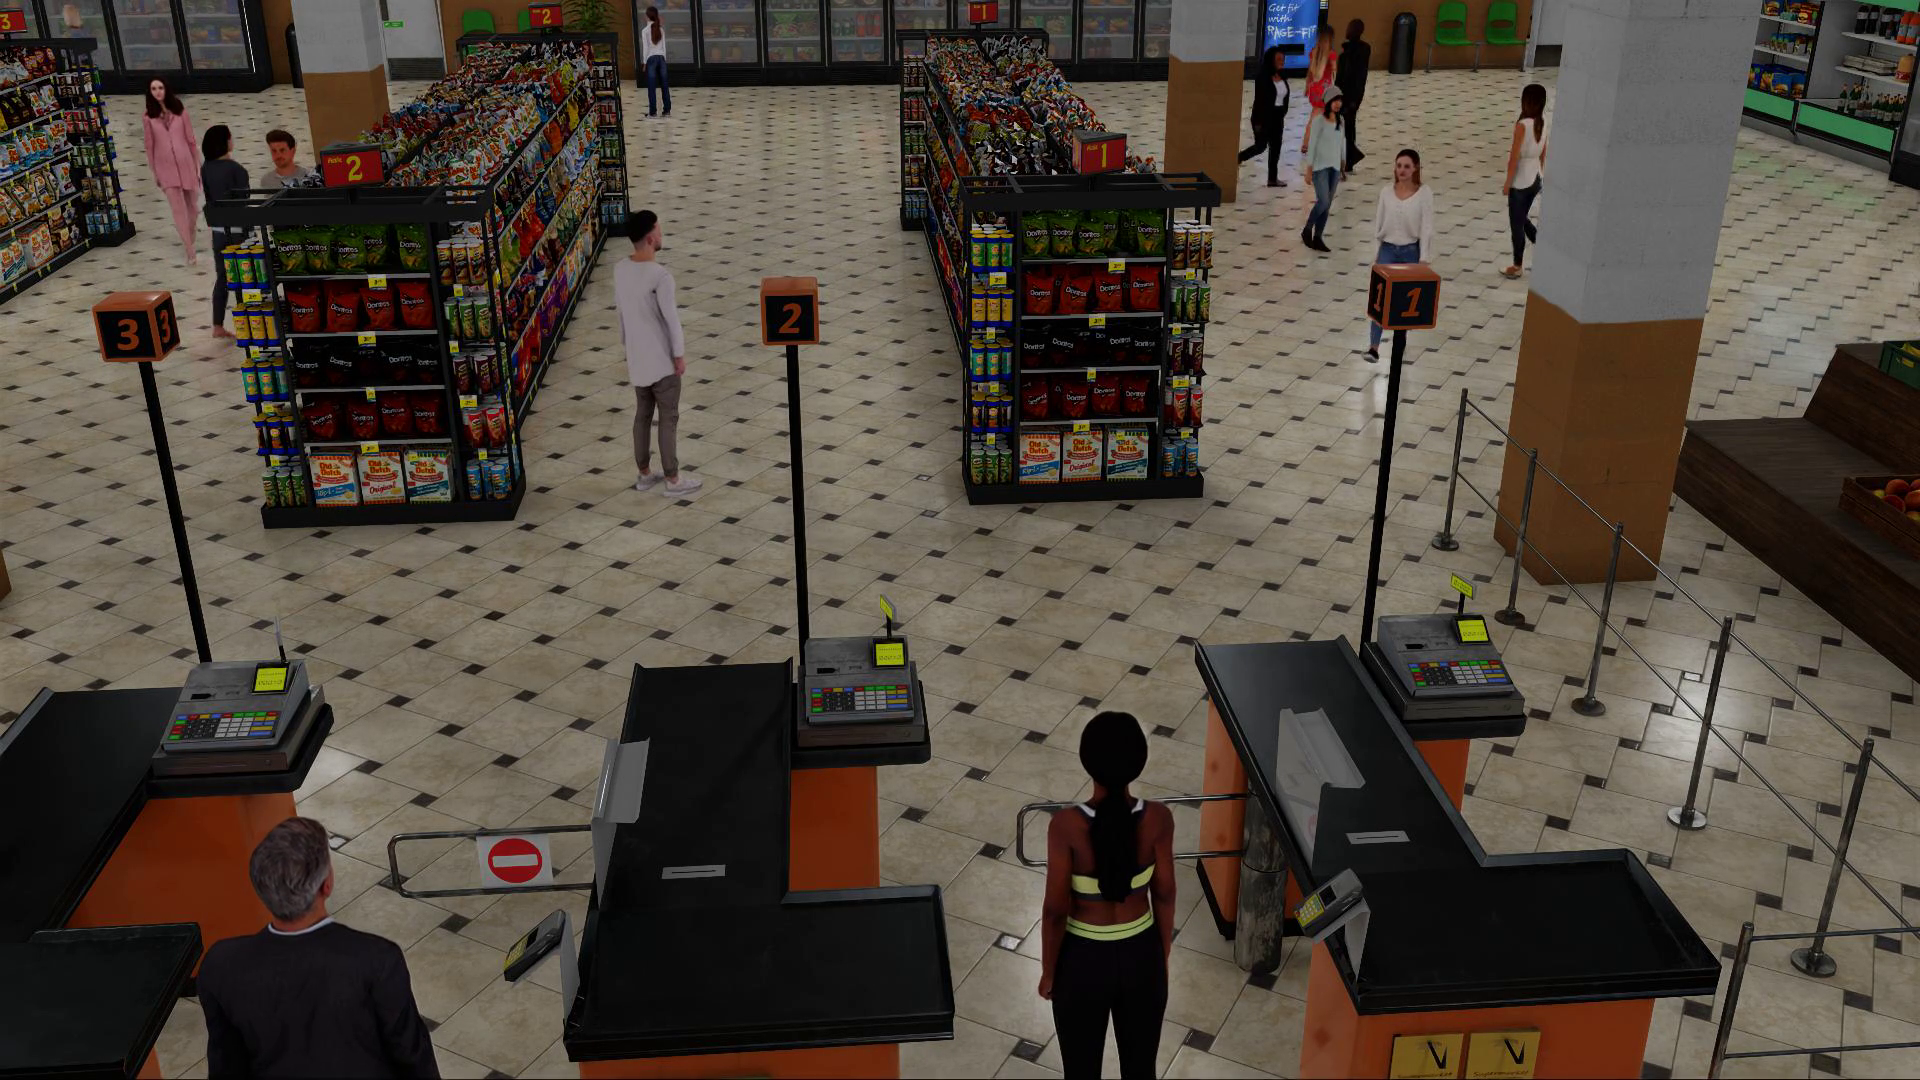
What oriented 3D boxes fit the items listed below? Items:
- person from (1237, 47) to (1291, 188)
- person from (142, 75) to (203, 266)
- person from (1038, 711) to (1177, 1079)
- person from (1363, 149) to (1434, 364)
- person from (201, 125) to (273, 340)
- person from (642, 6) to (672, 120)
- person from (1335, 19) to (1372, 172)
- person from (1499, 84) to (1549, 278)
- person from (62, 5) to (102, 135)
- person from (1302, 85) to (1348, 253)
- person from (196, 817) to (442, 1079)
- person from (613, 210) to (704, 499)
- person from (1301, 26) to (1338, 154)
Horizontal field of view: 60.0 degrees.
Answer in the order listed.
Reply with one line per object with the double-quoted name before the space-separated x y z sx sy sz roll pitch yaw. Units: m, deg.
"person" 3.514 -4.921 19.403 1.067 1.594 0.994 20 30 37
"person" -7.594 -3.595 16.149 0.863 1.774 1.141 -10 26 -22
"person" 0.449 1.303 4.982 0.558 1.754 0.500 -2 24 -5
"person" 3.528 -2.245 13.230 1.011 1.640 1.197 12 26 25
"person" -6.035 -2.494 13.684 0.807 1.734 1.155 4 24 9
"person" -4.377 -6.863 23.890 0.622 1.555 0.661 -17 29 -33
"person" 4.794 -5.360 20.137 0.960 1.810 0.900 16 28 32
"person" 5.363 -3.324 15.530 0.785 1.775 0.850 -20 30 -38
"person" -11.803 -6.344 22.512 0.674 1.710 0.542 0 24 1
"person" 3.583 -3.704 16.565 0.704 1.641 0.739 -15 28 -31
"person" -1.627 1.527 4.361 0.727 1.840 0.573 -1 24 -3
"person" -1.951 -1.181 10.552 0.740 1.840 0.780 16 28 33
"person" 4.561 -5.739 21.322 1.034 1.554 1.058 -20 30 -38
